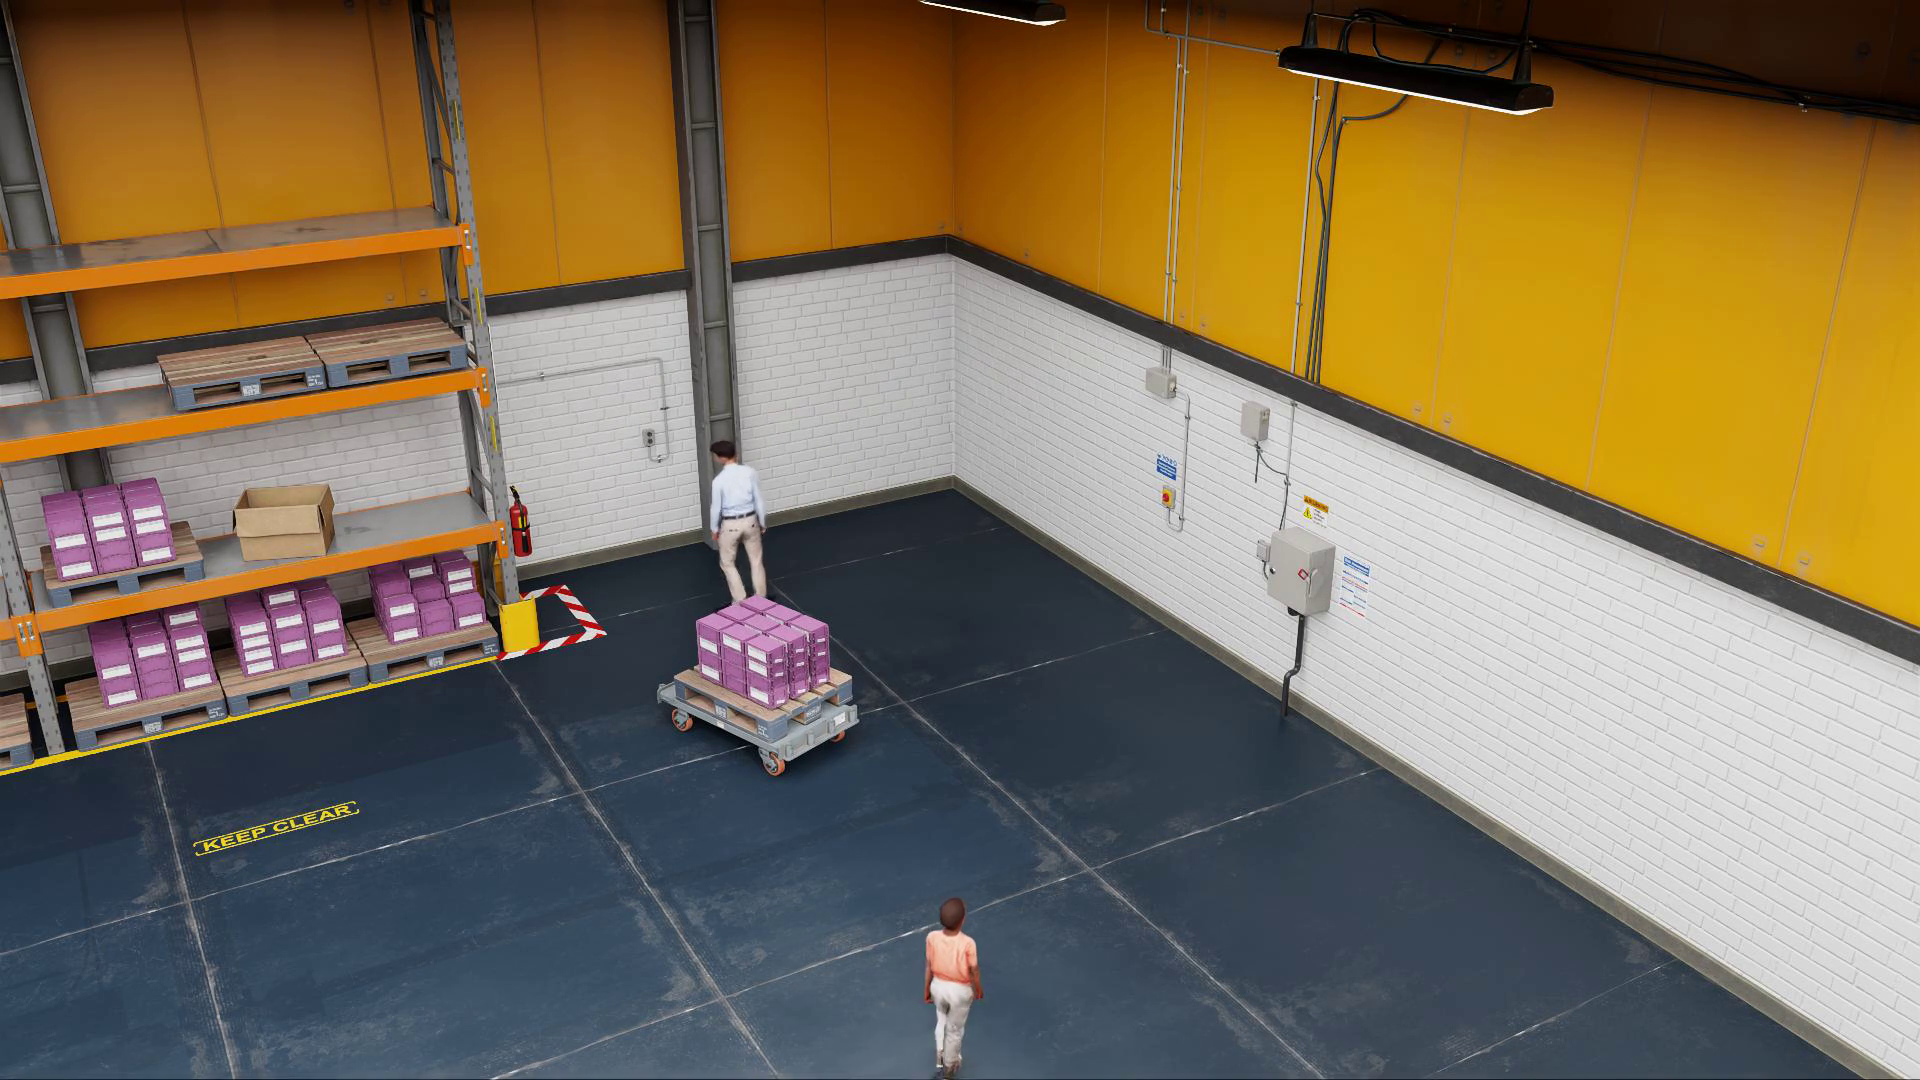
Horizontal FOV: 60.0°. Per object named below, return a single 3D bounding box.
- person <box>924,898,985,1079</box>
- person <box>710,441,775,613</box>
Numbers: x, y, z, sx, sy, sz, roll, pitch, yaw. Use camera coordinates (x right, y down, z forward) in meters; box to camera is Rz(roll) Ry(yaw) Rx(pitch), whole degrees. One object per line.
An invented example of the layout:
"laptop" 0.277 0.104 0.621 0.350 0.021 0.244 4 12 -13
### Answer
"person" -0.076 2.817 10.321 0.573 1.302 0.621 10 25 21
"person" -2.171 -0.118 16.382 0.458 1.826 0.832 -6 24 -15
